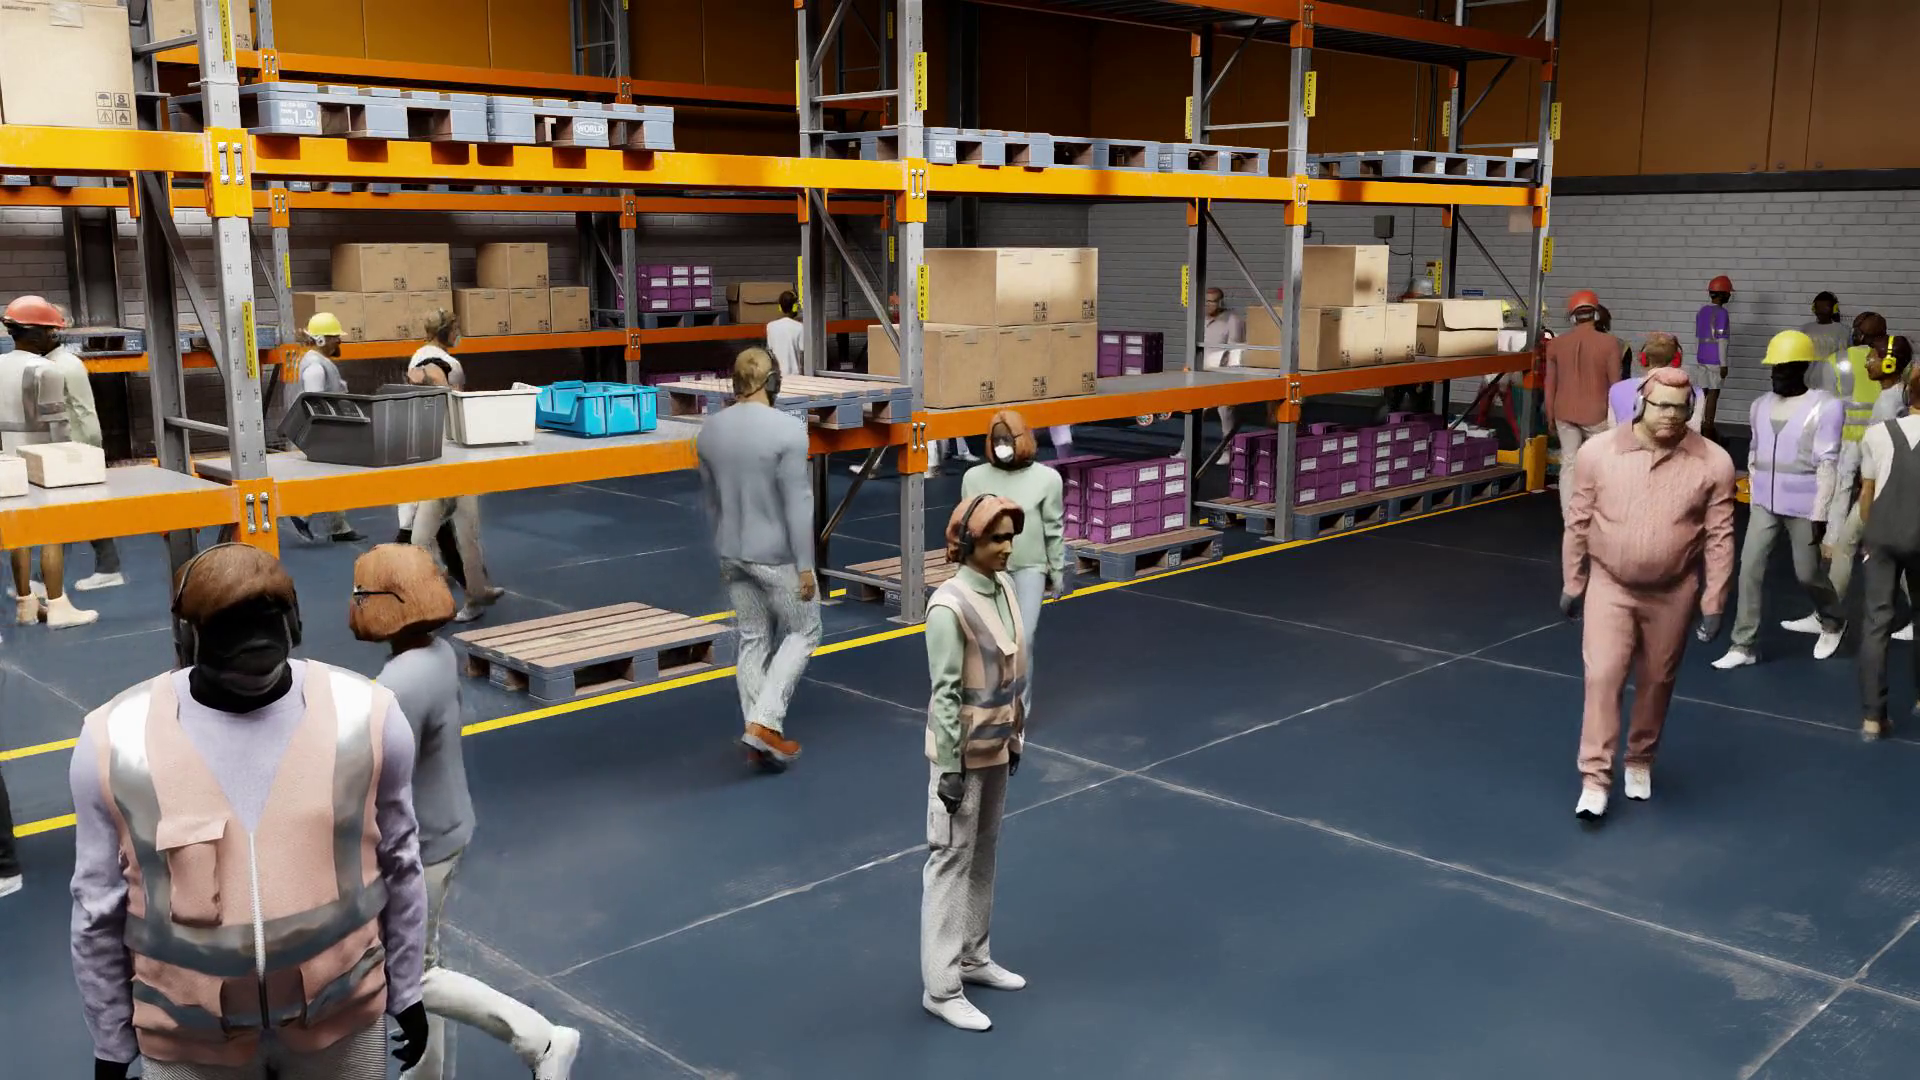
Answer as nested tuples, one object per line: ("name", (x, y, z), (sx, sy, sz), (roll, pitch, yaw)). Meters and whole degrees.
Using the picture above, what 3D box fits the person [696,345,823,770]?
("person", (-0.891, 0.087, 7.504), (0.653, 1.918, 0.422), (7, 13, 34))

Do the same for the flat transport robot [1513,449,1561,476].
("flat transport robot", (6.013, -0.753, 16.578), (0.652, 0.197, 1.431), (-7, 13, -34))

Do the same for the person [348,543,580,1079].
("person", (-1.352, 0.806, 4.391), (0.571, 1.620, 0.506), (-1, 10, -5))

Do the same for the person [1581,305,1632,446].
("person", (5.437, -1.115, 14.353), (0.650, 1.803, 0.887), (5, 11, 23))

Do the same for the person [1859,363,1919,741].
("person", (4.648, 0.032, 8.106), (0.512, 1.800, 0.924), (9, 14, 42))

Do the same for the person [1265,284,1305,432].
("person", (3.402, -1.735, 17.426), (0.570, 1.919, 0.649), (6, 12, 31))

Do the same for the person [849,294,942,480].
("person", (-0.594, -1.497, 16.374), (0.981, 1.834, 0.593), (-6, 12, -28))

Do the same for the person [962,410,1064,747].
("person", (0.260, 0.144, 8.091), (0.502, 1.594, 0.843), (2, 11, 12))

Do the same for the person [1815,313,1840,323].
("person", (8.911, -1.549, 17.080), (0.356, 1.671, 0.556), (9, 14, 40))

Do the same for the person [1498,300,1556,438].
("person", (5.747, -1.547, 16.857), (0.539, 1.747, 0.486), (-3, 11, -14))

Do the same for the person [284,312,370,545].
("person", (-4.910, -0.839, 12.815), (0.512, 1.818, 0.613), (-3, 11, -15))

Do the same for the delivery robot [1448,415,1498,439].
("delivery robot", (5.164, -1.054, 17.189), (0.707, 0.478, 0.477), (6, 12, 30))

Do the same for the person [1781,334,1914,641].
("person", (5.467, -0.306, 9.883), (0.836, 1.840, 0.522), (9, 14, 42))

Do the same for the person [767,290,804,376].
("person", (-1.762, -1.624, 17.015), (0.549, 1.856, 0.621), (5, 12, 26))

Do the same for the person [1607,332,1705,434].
("person", (4.295, -0.370, 10.290), (0.577, 1.806, 0.912), (7, 12, 33))

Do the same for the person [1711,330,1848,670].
("person", (4.659, -0.224, 9.268), (0.891, 1.899, 0.590), (-6, 12, -28))

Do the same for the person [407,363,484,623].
("person", (-3.201, -0.279, 10.274), (0.544, 1.616, 0.507), (7, 12, 33))

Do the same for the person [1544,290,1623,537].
("person", (4.969, -0.997, 13.264), (0.653, 1.972, 0.463), (8, 13, 38))

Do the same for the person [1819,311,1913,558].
("person", (6.696, -0.771, 12.387), (0.625, 1.847, 0.429), (2, 11, 9))

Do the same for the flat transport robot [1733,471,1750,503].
("flat transport robot", (6.893, -0.547, 15.457), (0.652, 0.197, 1.431), (-9, 13, -39))

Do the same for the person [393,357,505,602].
("person", (-3.410, -0.342, 10.603), (0.869, 1.636, 0.539), (-5, 11, -23))

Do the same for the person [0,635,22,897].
("person", (-3.636, 0.441, 5.664), (0.615, 1.878, 0.861), (5, 11, 25))

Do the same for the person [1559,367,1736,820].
("person", (2.816, 0.236, 6.834), (0.657, 1.861, 0.925), (3, 11, 18))

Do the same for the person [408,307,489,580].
("person", (-3.614, -0.639, 11.472), (0.598, 1.922, 0.630), (-9, 14, -40))

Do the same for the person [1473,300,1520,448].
("person", (5.809, -1.712, 17.914), (0.523, 1.740, 0.900), (-5, 11, -24))

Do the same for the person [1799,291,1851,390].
("person", (8.471, -1.520, 16.432), (0.314, 1.860, 0.511), (-9, 14, -40))

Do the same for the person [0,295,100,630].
("person", (-5.645, -0.471, 10.211), (0.613, 2.039, 0.393), (5, 11, 24))

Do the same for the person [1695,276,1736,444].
("person", (8.736, -2.081, 19.272), (0.361, 1.939, 0.543), (-1, 10, -7))

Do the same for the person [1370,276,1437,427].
("person", (4.749, -1.847, 17.714), (0.992, 2.000, 0.699), (-8, 13, -38))

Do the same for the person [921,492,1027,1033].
("person", (0.048, 0.664, 5.126), (0.311, 1.636, 0.521), (4, 11, 23))

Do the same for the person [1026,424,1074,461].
("person", (0.702, -1.224, 14.796), (0.669, 1.857, 0.963), (10, 14, 43))

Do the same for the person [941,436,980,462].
("person", (-0.020, -1.718, 17.762), (0.314, 1.769, 0.524), (-9, 14, -42))

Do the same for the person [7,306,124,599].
("person", (-6.090, -0.589, 11.096), (0.897, 1.955, 0.620), (-10, 14, -43))

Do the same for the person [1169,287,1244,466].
("person", (2.569, -1.669, 17.212), (0.665, 1.861, 0.953), (10, 14, 43))

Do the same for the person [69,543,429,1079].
("person", (-1.343, 0.914, 3.206), (0.633, 1.843, 0.429), (-5, 11, -23))
